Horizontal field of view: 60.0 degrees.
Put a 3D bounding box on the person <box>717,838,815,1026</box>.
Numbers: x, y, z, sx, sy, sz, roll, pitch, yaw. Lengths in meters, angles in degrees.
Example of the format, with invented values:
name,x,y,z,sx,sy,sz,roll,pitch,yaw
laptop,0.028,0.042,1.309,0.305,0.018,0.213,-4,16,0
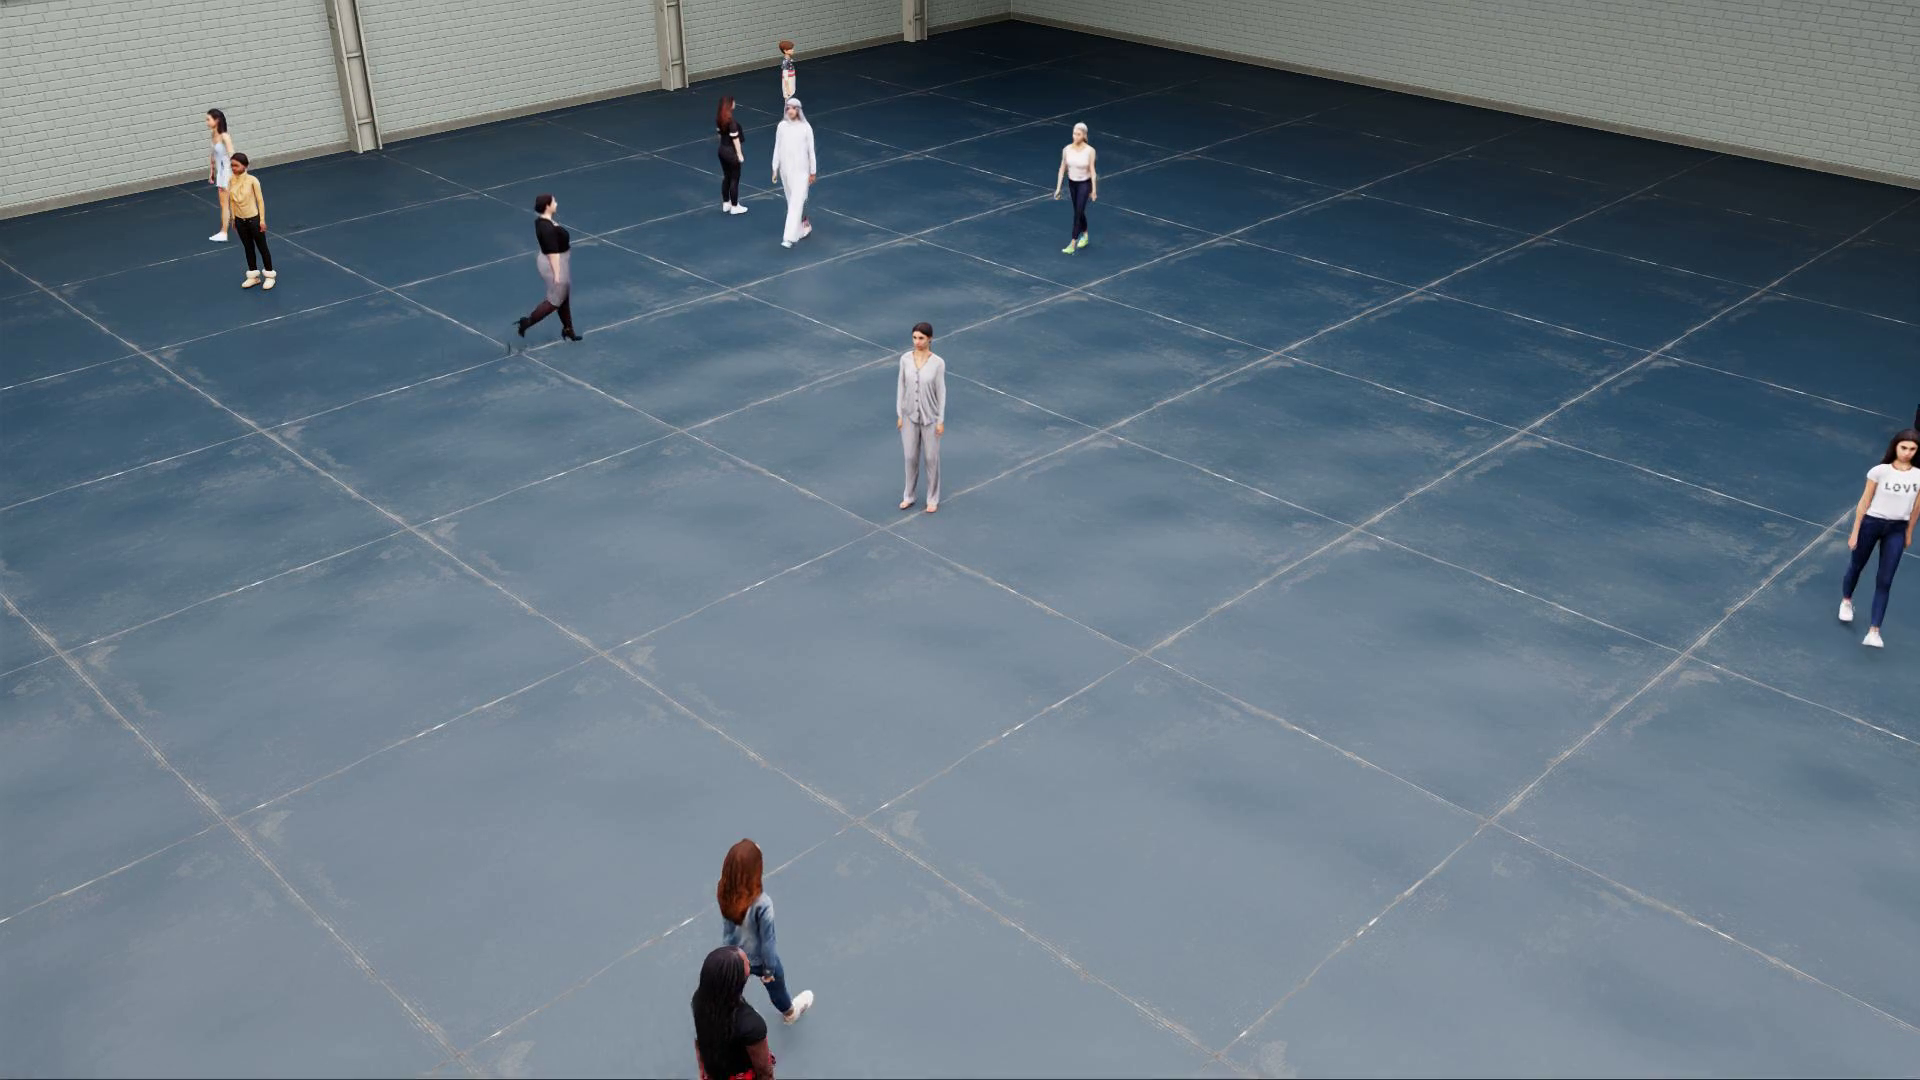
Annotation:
name,x,y,z,sx,sy,sz,roll,pitch,yaw
person,-1.186,2.264,8.915,0.722,1.443,1.023,16,32,28

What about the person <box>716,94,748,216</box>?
name,x,y,z,sx,sy,sz,roll,pitch,yaw
person,-3.199,-5.342,22.992,0.612,1.637,0.629,-19,34,-32

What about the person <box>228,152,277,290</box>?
name,x,y,z,sx,sy,sz,roll,pitch,yaw
person,-8.654,-3.900,20.259,0.689,1.660,0.729,5,28,8

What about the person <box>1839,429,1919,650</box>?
name,x,y,z,sx,sy,sz,roll,pitch,yaw
person,7.167,-0.075,13.000,0.959,1.732,1.182,8,29,15

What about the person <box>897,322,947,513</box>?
name,x,y,z,sx,sy,sz,roll,pitch,yaw
person,-0.342,-1.110,14.899,0.676,1.774,0.690,7,29,14

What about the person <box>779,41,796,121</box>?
name,x,y,z,sx,sy,sz,roll,pitch,yaw
person,-2.793,-7.390,27.048,0.651,1.439,0.592,0,28,0

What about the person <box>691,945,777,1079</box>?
name,x,y,z,sx,sy,sz,roll,pitch,yaw
person,-1.112,2.658,7.890,0.607,1.712,0.794,23,36,36

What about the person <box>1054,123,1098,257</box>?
name,x,y,z,sx,sy,sz,roll,pitch,yaw
person,1.579,-4.547,21.473,0.780,1.660,1.176,17,32,29

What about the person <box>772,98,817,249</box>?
name,x,y,z,sx,sy,sz,roll,pitch,yaw
person,-2.122,-4.810,21.742,1.006,1.873,1.338,11,30,19

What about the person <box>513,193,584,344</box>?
name,x,y,z,sx,sy,sz,roll,pitch,yaw
person,-4.581,-2.958,18.405,1.100,1.741,0.883,-12,30,-22
